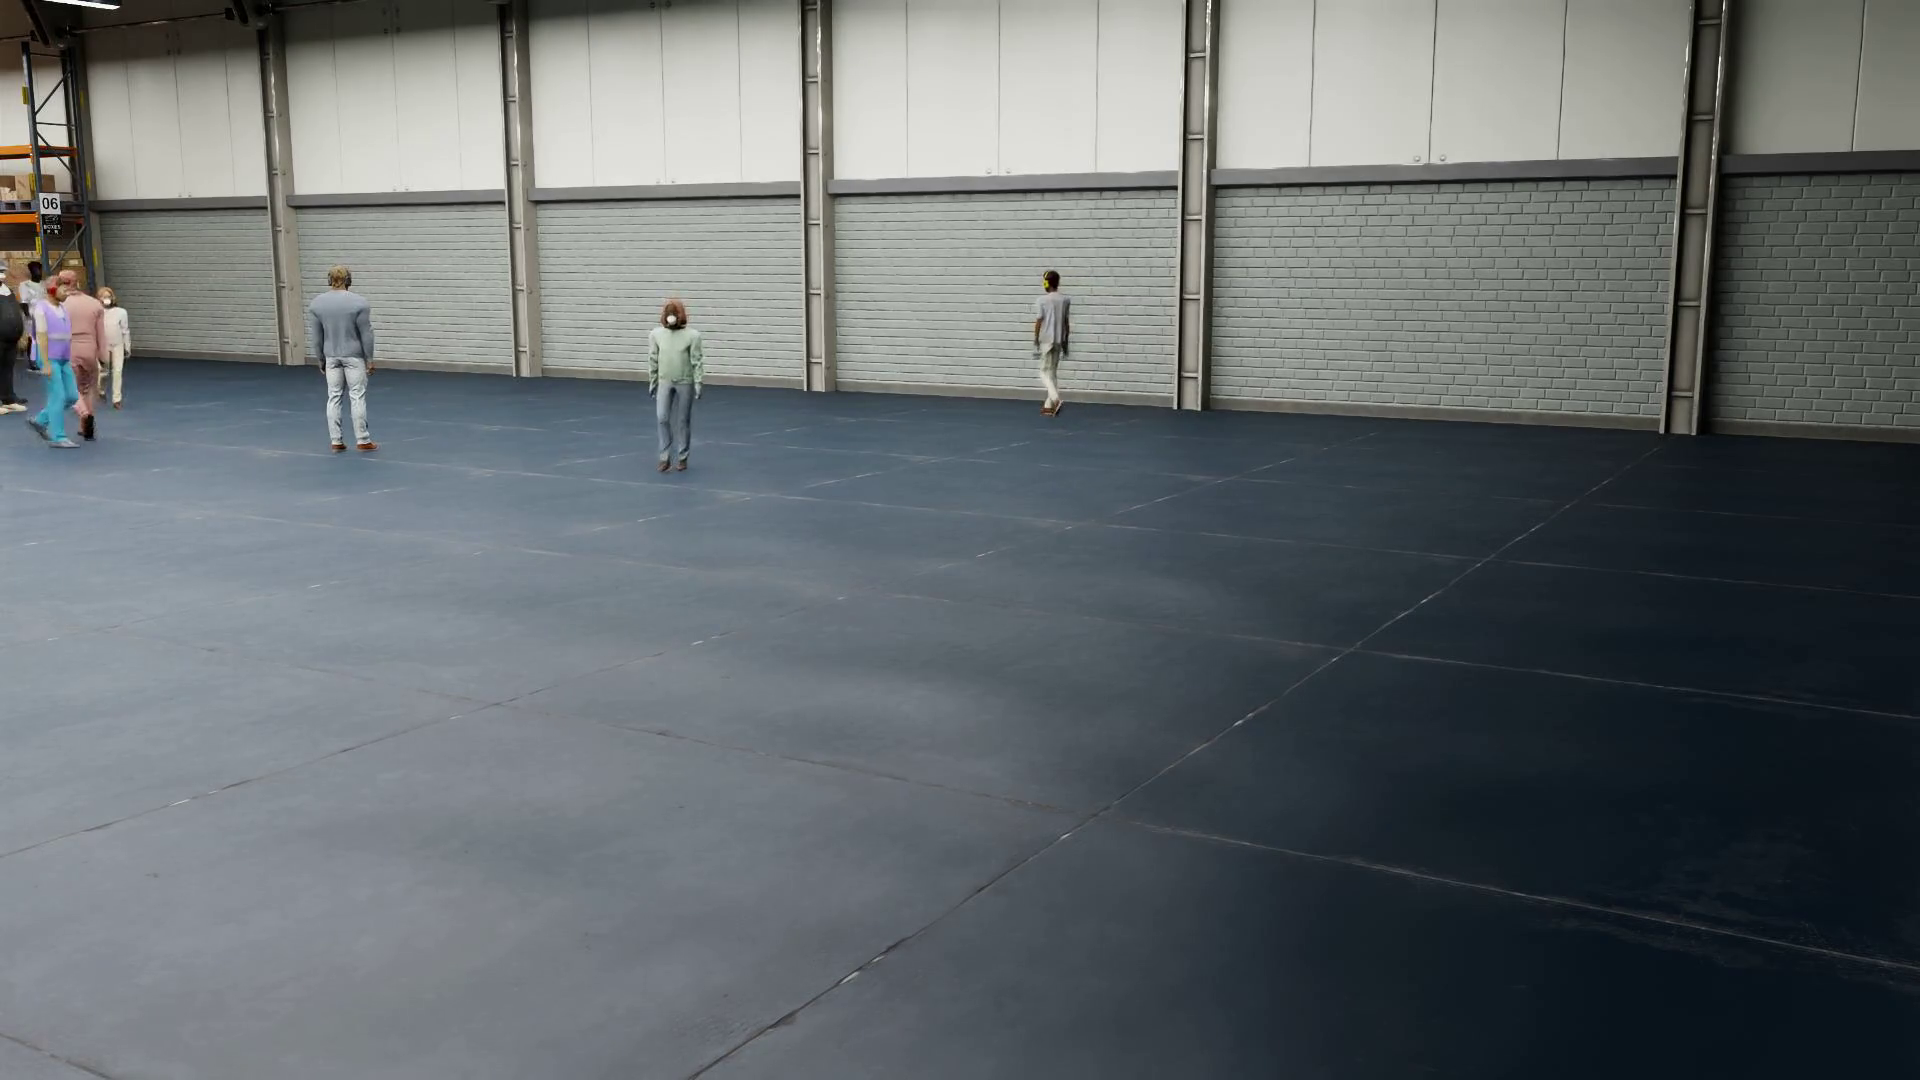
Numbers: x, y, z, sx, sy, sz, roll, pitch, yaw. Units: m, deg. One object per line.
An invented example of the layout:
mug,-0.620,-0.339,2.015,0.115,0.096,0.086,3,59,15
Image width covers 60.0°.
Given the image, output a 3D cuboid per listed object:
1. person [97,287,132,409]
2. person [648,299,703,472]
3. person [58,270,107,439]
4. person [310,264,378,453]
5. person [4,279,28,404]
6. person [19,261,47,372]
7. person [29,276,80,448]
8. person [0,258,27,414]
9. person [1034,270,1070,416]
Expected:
person,-11.270,-2.540,22.053,0.499,1.621,0.390,-8,12,-38
person,-2.672,-1.429,15.531,0.523,1.608,0.669,0,10,0
person,-9.770,-2.045,18.413,0.795,1.883,0.646,8,13,40
person,-6.323,-1.855,17.103,0.632,1.940,0.372,0,10,2
person,-13.308,-2.810,22.823,0.899,1.905,0.545,1,10,5
person,-15.919,-3.868,28.896,0.953,1.925,0.638,4,10,21
person,-9.601,-1.871,17.551,0.508,1.820,0.593,0,10,1
person,-12.358,-2.650,21.452,0.536,2.000,0.683,1,10,6
person,1.160,-2.490,21.079,0.542,1.857,0.653,-5,11,-27
